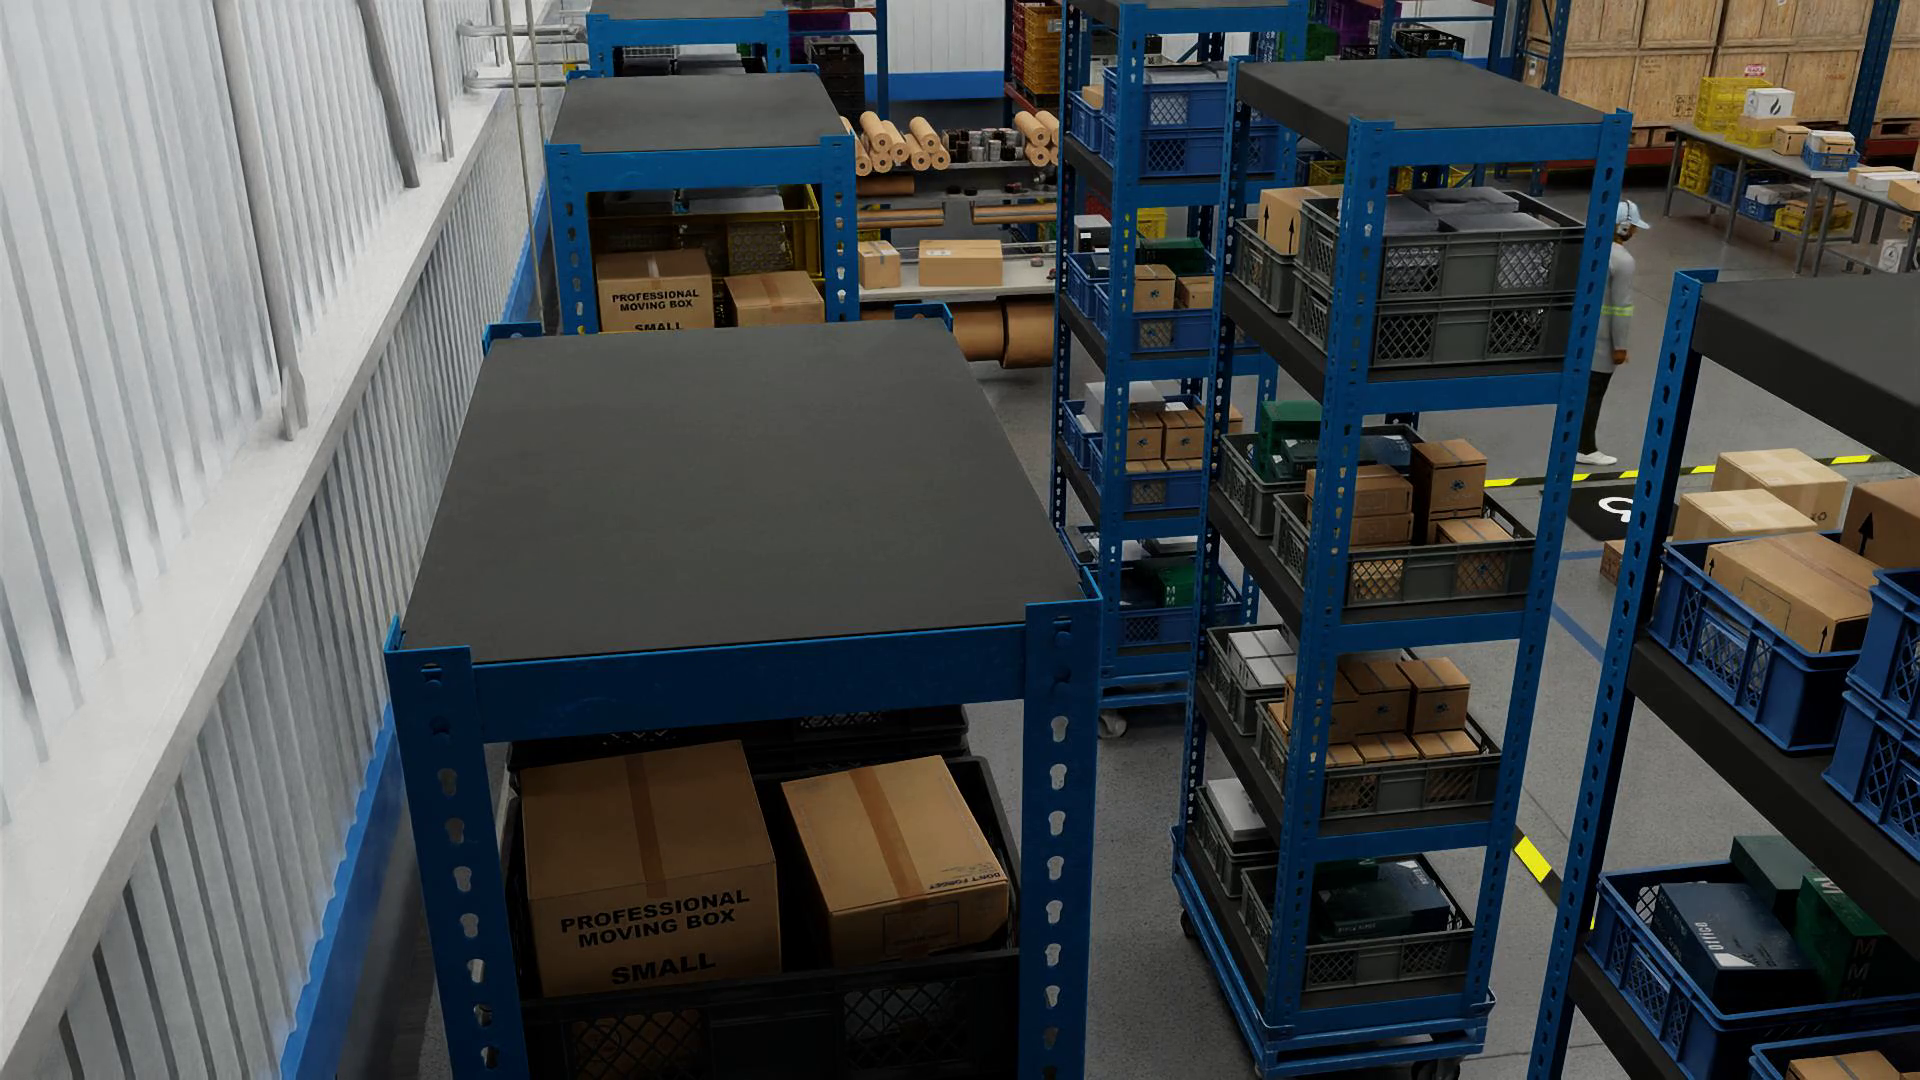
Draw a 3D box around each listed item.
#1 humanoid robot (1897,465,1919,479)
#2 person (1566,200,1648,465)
[{"bbox_3d":[6.430,-1.141,10.860,0.735,1.677,0.533,-12,27,-23],"label":"humanoid robot"},{"bbox_3d":[4.457,-1.435,11.529,0.397,1.848,0.587,-5,25,-11],"label":"person"}]
